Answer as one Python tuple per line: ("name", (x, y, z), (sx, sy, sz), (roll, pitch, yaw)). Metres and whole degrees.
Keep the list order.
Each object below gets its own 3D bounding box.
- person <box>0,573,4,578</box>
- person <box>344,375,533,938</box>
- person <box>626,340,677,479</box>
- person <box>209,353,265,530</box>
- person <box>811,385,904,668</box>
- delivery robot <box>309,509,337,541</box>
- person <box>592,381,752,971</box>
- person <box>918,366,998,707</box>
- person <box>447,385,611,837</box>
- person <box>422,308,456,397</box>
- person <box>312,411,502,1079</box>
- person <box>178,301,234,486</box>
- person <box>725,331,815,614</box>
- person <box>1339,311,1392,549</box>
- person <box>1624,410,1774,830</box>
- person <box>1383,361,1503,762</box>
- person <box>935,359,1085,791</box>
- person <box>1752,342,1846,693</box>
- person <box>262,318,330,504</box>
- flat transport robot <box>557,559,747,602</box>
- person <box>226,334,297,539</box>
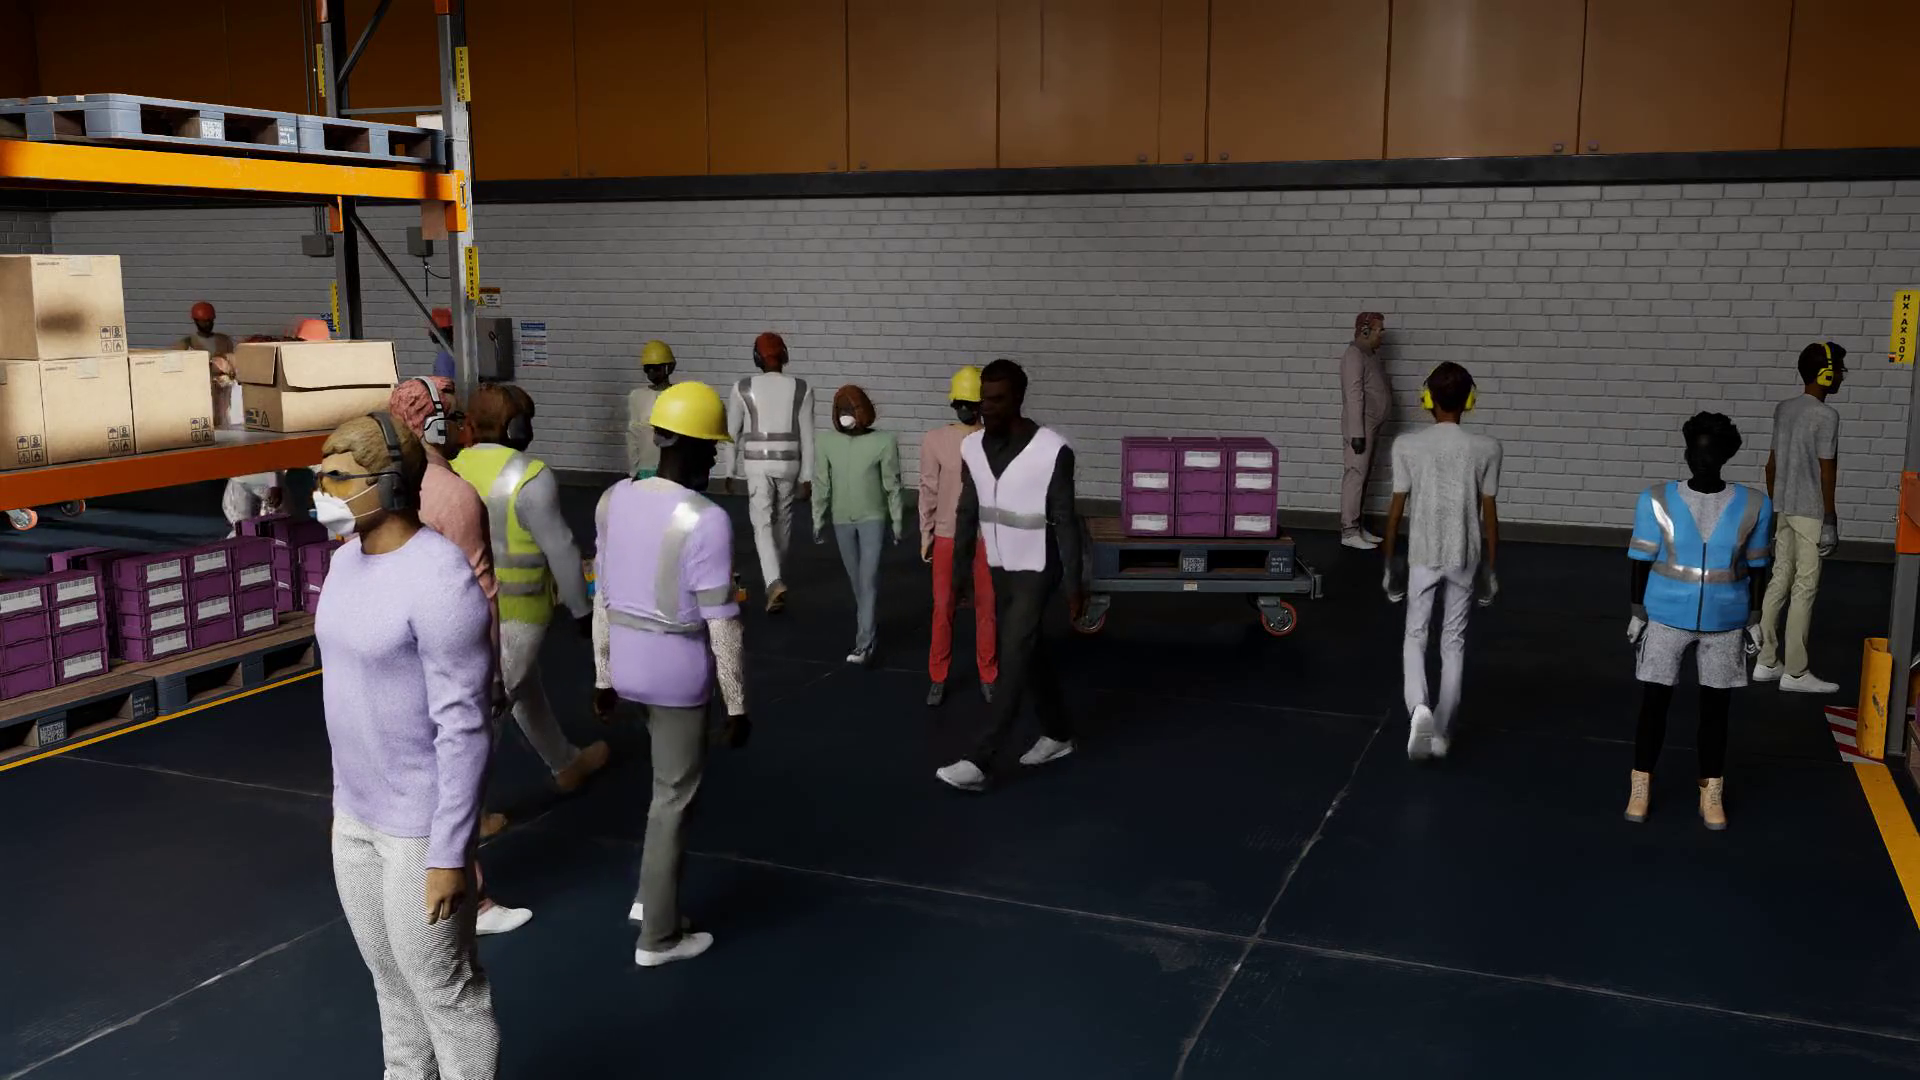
("person", (-6.649, -0.489, 10.767), (0.612, 1.998, 1.054), (4, 10, 24))
("person", (-1.761, 0.399, 5.629), (0.651, 1.907, 0.409), (6, 11, 34))
("person", (-2.031, -0.477, 11.363), (0.526, 1.768, 0.331), (2, 10, 14))
("person", (-5.337, -0.572, 12.342), (0.427, 1.617, 0.559), (-7, 12, -38))
("person", (-0.602, -0.067, 9.395), (0.500, 1.590, 0.862), (3, 10, 17))
("delivery robot", (-4.520, 0.022, 11.715), (0.707, 0.478, 0.477), (-3, 10, -19))
("person", (-0.906, 0.441, 5.373), (0.608, 1.901, 0.486), (8, 12, 41))
("person", (0.046, -0.013, 8.570), (0.523, 1.762, 0.328), (0, 9, -3))
("person", (-1.783, 0.268, 6.779), (0.638, 1.784, 0.992), (8, 12, 39))
("person", (-4.567, -1.152, 15.076), (0.965, 1.901, 0.559), (1, 9, 6))
("person", (-1.315, 0.665, 3.922), (0.630, 1.940, 0.372), (9, 13, 44))
("person", (-7.846, -1.538, 17.355), (0.811, 1.919, 0.549), (8, 12, 41))
("person", (-1.237, -0.456, 11.018), (0.584, 1.850, 0.952), (-2, 10, -14))
("person", (3.273, -0.890, 13.445), (0.410, 1.907, 0.642), (4, 10, 22))
("person", (2.966, 0.324, 6.708), (0.538, 1.698, 0.319), (3, 10, 18))
("person", (2.191, 0.120, 7.530), (0.516, 1.844, 0.643), (2, 10, 13))
("person", (0.203, 0.148, 7.277), (0.604, 1.859, 1.019), (9, 13, 44))
("person", (4.521, -0.123, 8.913), (0.309, 1.866, 0.535), (-1, 9, -8))
("person", (-5.305, -0.841, 13.357), (1.117, 1.855, 0.606), (-8, 12, -41))
("flat transport robot", (-2.190, 0.290, 11.237), (1.431, 0.197, 0.652), (7, 12, 35))
("person", (-4.613, -0.411, 10.776), (0.620, 1.842, 0.877), (6, 11, 30))
